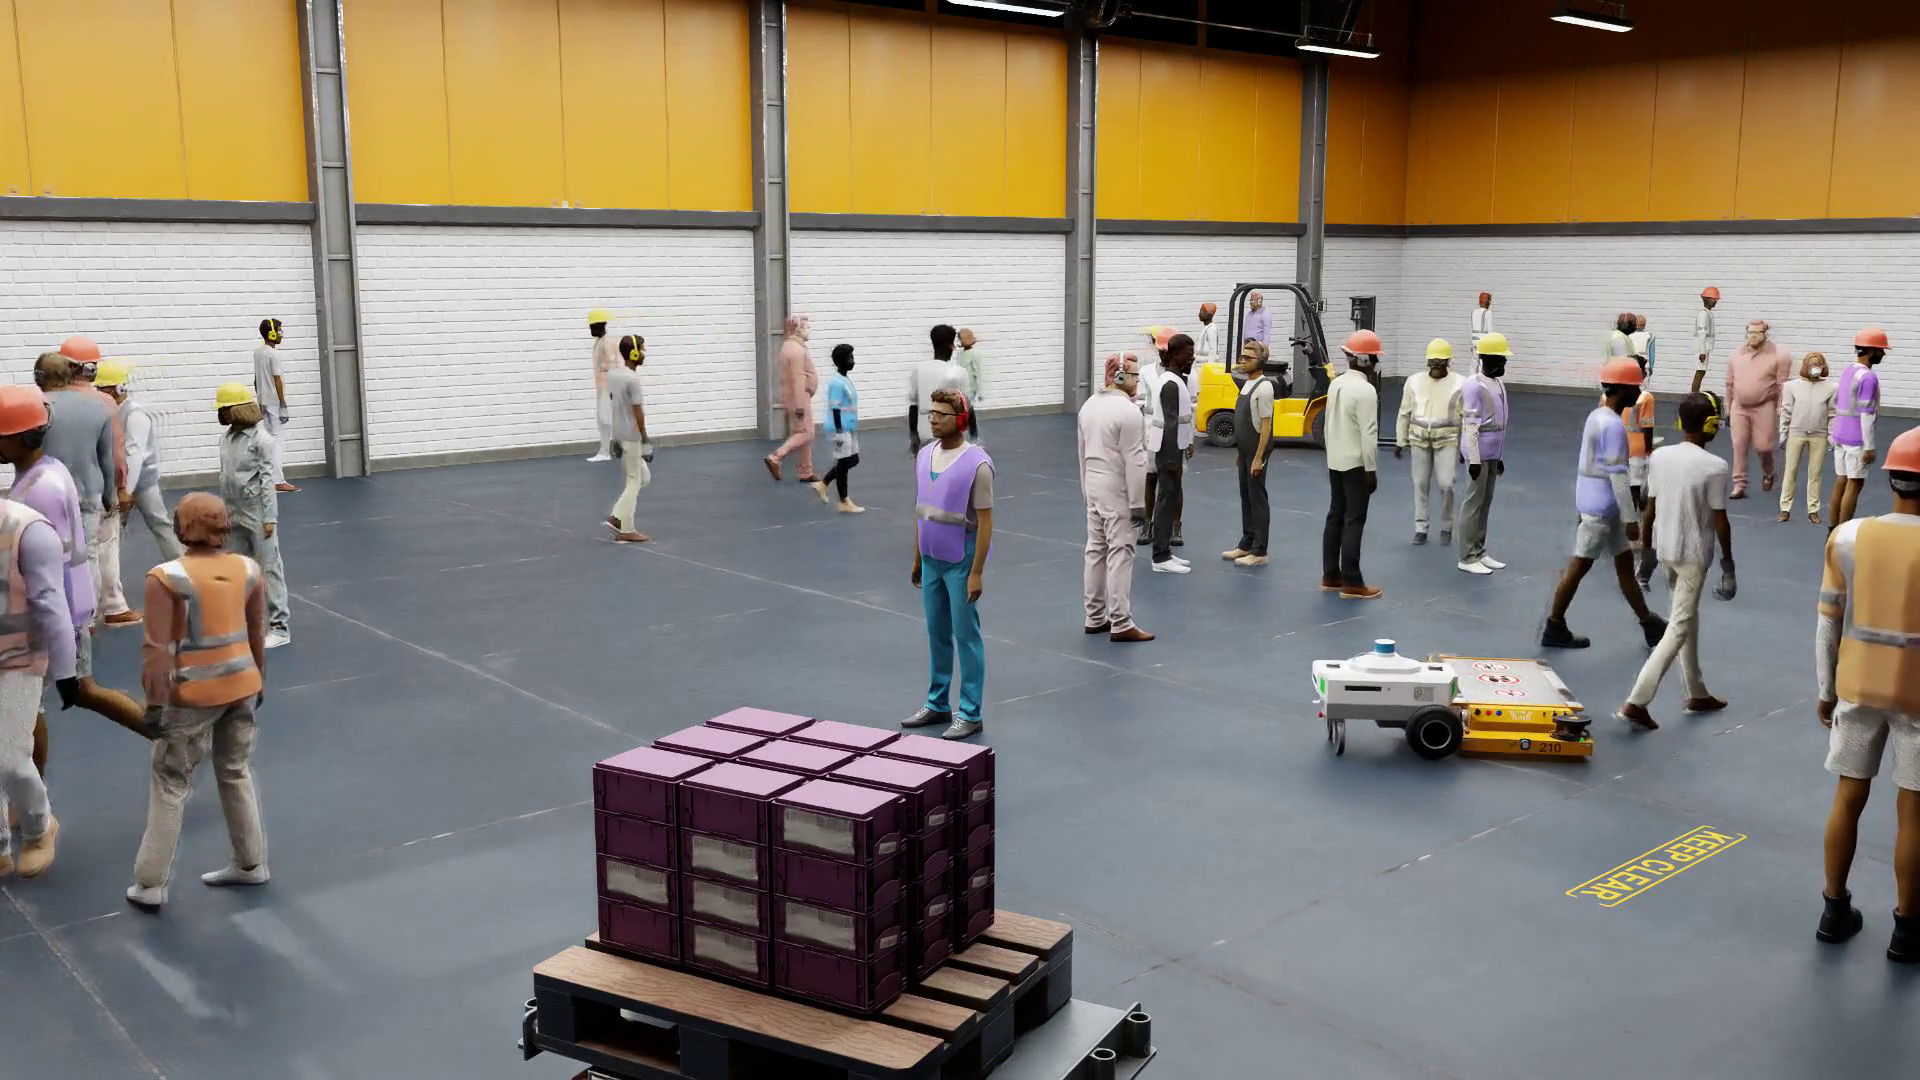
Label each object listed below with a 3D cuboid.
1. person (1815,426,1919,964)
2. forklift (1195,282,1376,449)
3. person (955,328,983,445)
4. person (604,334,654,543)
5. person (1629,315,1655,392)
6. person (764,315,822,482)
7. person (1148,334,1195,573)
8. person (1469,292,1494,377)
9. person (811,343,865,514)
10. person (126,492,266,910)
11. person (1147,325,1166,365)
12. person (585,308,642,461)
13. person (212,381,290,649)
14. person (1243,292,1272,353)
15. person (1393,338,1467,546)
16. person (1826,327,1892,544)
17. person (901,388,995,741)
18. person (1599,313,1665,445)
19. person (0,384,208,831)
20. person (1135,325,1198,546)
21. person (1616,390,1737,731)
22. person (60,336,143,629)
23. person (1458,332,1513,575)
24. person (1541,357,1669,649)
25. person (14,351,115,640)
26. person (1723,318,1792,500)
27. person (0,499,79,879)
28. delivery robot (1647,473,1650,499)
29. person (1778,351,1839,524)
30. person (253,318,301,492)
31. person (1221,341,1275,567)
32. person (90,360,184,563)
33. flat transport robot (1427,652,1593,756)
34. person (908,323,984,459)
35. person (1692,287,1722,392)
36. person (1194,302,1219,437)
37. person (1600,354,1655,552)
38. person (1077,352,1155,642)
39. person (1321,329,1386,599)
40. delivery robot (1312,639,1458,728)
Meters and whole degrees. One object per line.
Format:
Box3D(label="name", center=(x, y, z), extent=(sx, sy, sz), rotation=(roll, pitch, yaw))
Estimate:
Box3D(label="person", center=(3.404, 0.550, 6.031), extent=(0.378, 1.932, 0.551), rotation=(-8, 13, -39))
Box3D(label="forklift", center=(4.328, -2.346, 22.227), extent=(2.313, 2.155, 1.214), rotation=(3, 10, 16))
Box3D(label="person", center=(0.016, -1.912, 21.401), extent=(0.670, 1.606, 0.520), rotation=(-6, 11, -30))
Box3D(label="person", center=(-2.879, -0.883, 14.675), extent=(0.398, 1.855, 0.518), rotation=(-5, 11, -26))
Box3D(label="person", center=(10.362, -2.625, 25.478), extent=(0.515, 1.641, 0.314), rotation=(2, 10, 10))
Box3D(label="person", center=(-1.827, -1.553, 18.478), extent=(0.629, 1.886, 0.655), rotation=(-2, 10, -13))
Box3D(label="person", center=(1.699, -0.703, 13.417), extent=(0.379, 1.916, 0.591), rotation=(1, 10, 8))
Box3D(label="person", center=(9.361, -3.488, 29.822), extent=(0.356, 1.884, 0.573), rotation=(-4, 10, -22))
Box3D(label="person", center=(-1.197, -1.089, 16.340), extent=(0.474, 1.683, 0.551), rotation=(1, 10, 7))
Box3D(label="person", center=(-3.015, 0.618, 6.584), extent=(0.426, 1.613, 0.606), rotation=(5, 11, 26))
Box3D(label="person", center=(2.239, -1.694, 19.757), extent=(0.746, 1.734, 0.516), rotation=(2, 10, 10))
Box3D(label="person", center=(-4.304, -1.908, 20.510), extent=(0.602, 1.911, 0.598), rotation=(-4, 11, -23))
Box3D(label="person", center=(-4.615, -0.157, 10.757), extent=(0.485, 1.736, 0.323), rotation=(5, 11, 28))
Box3D(label="person", center=(5.090, -3.316, 28.745), extent=(0.408, 1.909, 0.642), rotation=(-5, 11, -27))
Box3D(label="person", center=(4.156, -0.861, 14.610), extent=(0.616, 1.824, 0.426), rotation=(5, 11, 28))
Box3D(label="person", center=(7.776, -0.873, 14.379), extent=(0.388, 1.932, 0.546), rotation=(1, 10, 8))
Box3D(label="person", center=(-0.040, 0.120, 8.797), extent=(0.389, 1.849, 0.566), rotation=(-8, 13, -40))
Box3D(label="person", center=(8.715, -2.069, 21.781), extent=(0.978, 1.788, 0.630), rotation=(6, 11, 30))
Box3D(label="person", center=(-3.905, 0.295, 7.339), extent=(0.924, 2.003, 0.627), rotation=(-5, 11, -25))
Box3D(label="person", center=(1.798, -0.908, 14.571), extent=(0.543, 1.934, 0.362), rotation=(2, 10, 12))
Box3D(label="person", center=(3.901, 0.108, 8.966), extent=(0.940, 1.823, 0.524), rotation=(-4, 10, -21))
Box3D(label="person", center=(-5.930, -0.384, 11.325), extent=(0.613, 1.994, 0.382), rotation=(2, 10, 11))
Box3D(label="person", center=(4.222, -0.698, 13.359), extent=(0.363, 1.927, 0.587), rotation=(7, 12, 36))
Box3D(label="person", center=(4.226, -0.212, 10.610), extent=(0.962, 1.888, 0.574), rotation=(3, 10, 15))
Box3D(label="person", center=(-5.777, -0.264, 10.822), extent=(0.533, 1.925, 0.642), rotation=(8, 12, 38))
Box3D(label="person", center=(8.317, -1.372, 17.395), extent=(0.664, 1.892, 0.593), rotation=(10, 14, 44))
Box3D(label="person", center=(-3.840, 0.519, 6.568), extent=(0.727, 1.813, 0.441), rotation=(1, 10, 6))
Box3D(label="delivery robot", center=(7.101, -0.610, 16.580), extent=(0.477, 0.478, 0.707), rotation=(6, 12, 33))
Box3D(label="person", center=(8.066, -0.974, 15.824), extent=(0.500, 1.636, 0.280), rotation=(4, 10, 22))
Box3D(label="person", center=(-7.394, -1.445, 17.906), extent=(0.535, 1.868, 0.309), rotation=(9, 13, 41))
Box3D(label="person", center=(2.389, -0.707, 13.648), extent=(0.345, 1.847, 0.508), rotation=(-2, 10, -10))
Box3D(label="person", center=(-6.126, -0.422, 12.175), extent=(0.615, 1.769, 0.957), rotation=(7, 12, 35))
Box3D(label="flat transport robot", center=(2.946, 0.868, 9.034), extent=(0.652, 0.197, 1.431), rotation=(1, 10, 9))
Box3D(label="person", center=(-0.098, -0.927, 14.637), extent=(0.614, 1.943, 0.650), rotation=(9, 13, 41))
Box3D(label="person", center=(12.162, -3.105, 27.125), extent=(0.388, 2.036, 0.615), rotation=(5, 11, 27))
Box3D(label="person", center=(3.470, -2.396, 23.427), extent=(0.356, 1.884, 0.574), rotation=(0, 10, -1))
Box3D(label="person", center=(5.730, -0.748, 14.311), extent=(0.317, 1.698, 0.540), rotation=(-6, 11, -30))
Box3D(label="person", center=(1.044, -0.284, 11.013), extent=(0.401, 1.904, 0.641), rotation=(-5, 11, -26))
Box3D(label="person", center=(2.937, -0.565, 12.381), extent=(0.396, 1.992, 0.622), rotation=(-3, 10, -15))
Box3D(label="delivery robot", center=(2.183, 0.756, 8.583), extent=(0.707, 0.478, 0.477), rotation=(1, 10, 6))
